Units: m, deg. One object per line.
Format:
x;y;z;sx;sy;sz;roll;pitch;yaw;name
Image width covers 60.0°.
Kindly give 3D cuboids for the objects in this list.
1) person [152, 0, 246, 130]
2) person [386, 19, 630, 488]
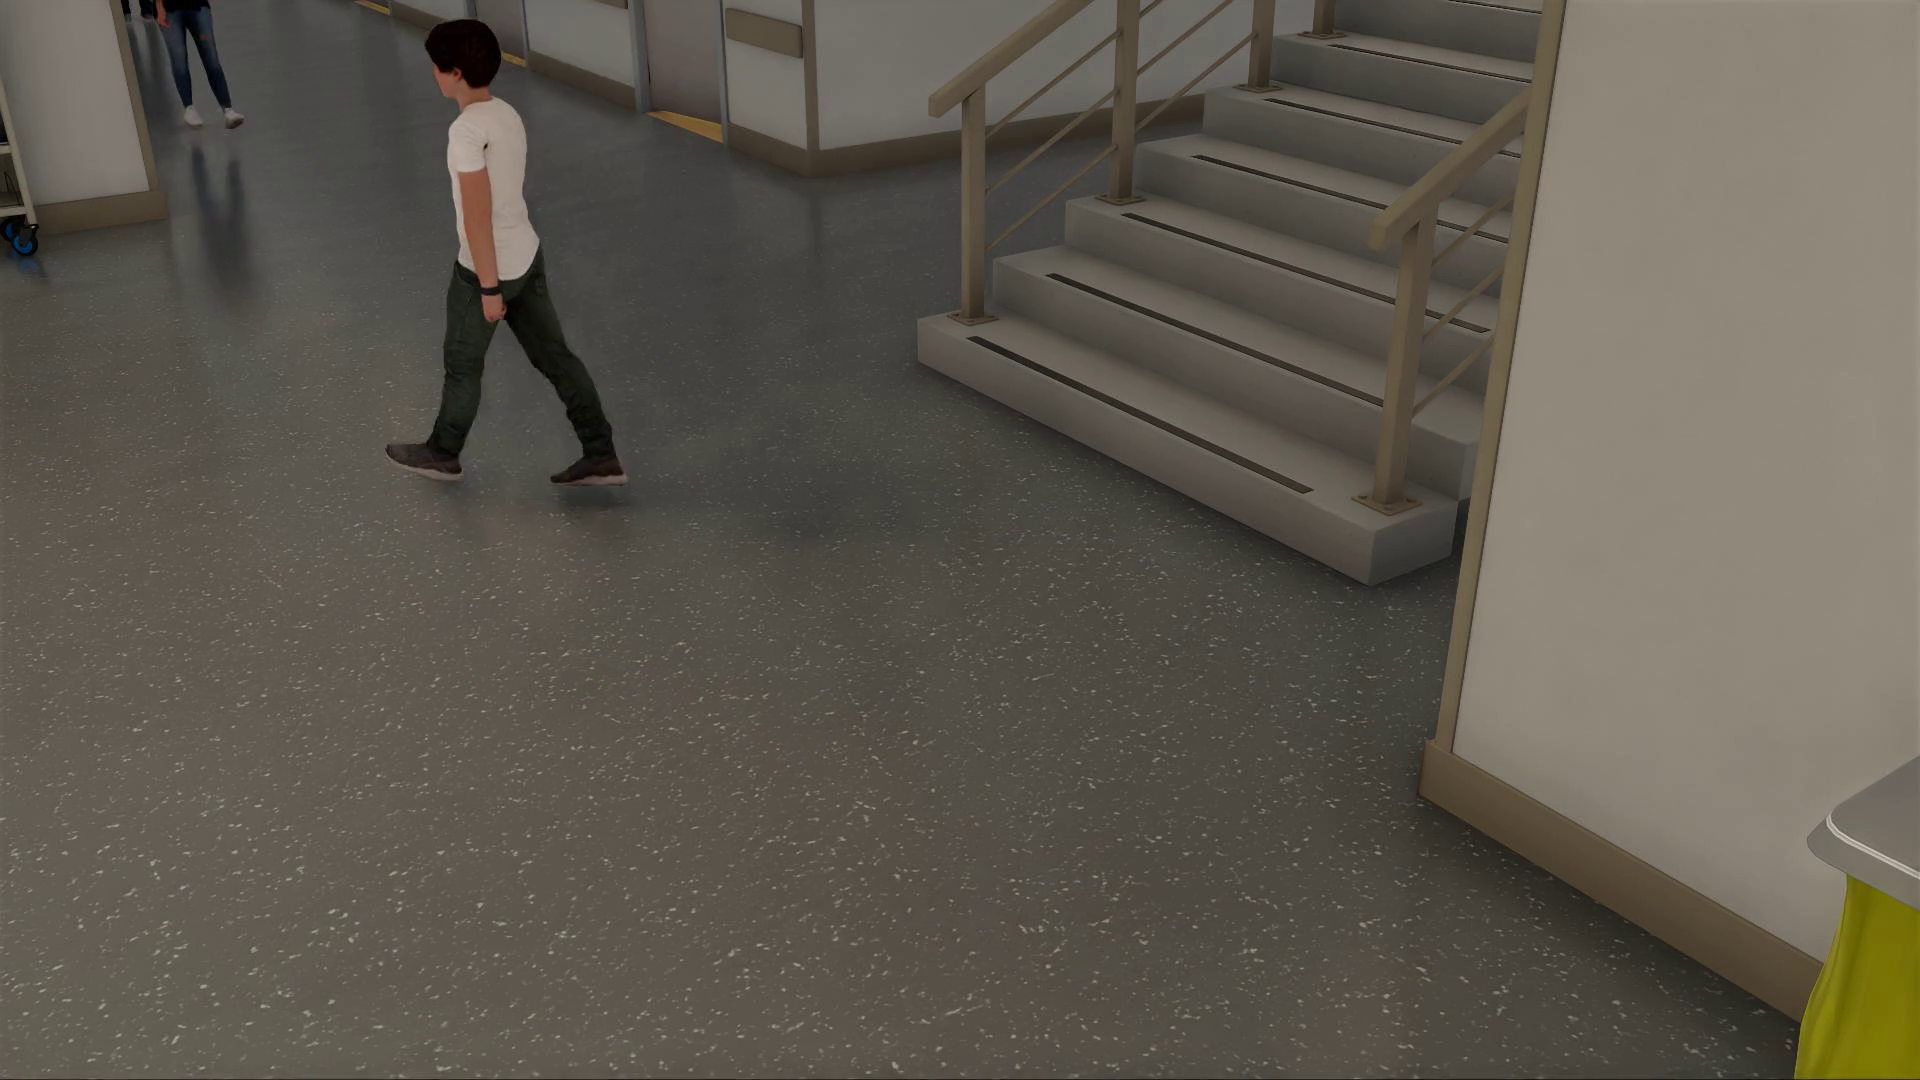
-5.287;-3.589;11.229;0.931;1.613;0.667;-19;32;-34;person
-1.477;-0.886;5.630;1.145;1.609;1.098;5;26;10;person
